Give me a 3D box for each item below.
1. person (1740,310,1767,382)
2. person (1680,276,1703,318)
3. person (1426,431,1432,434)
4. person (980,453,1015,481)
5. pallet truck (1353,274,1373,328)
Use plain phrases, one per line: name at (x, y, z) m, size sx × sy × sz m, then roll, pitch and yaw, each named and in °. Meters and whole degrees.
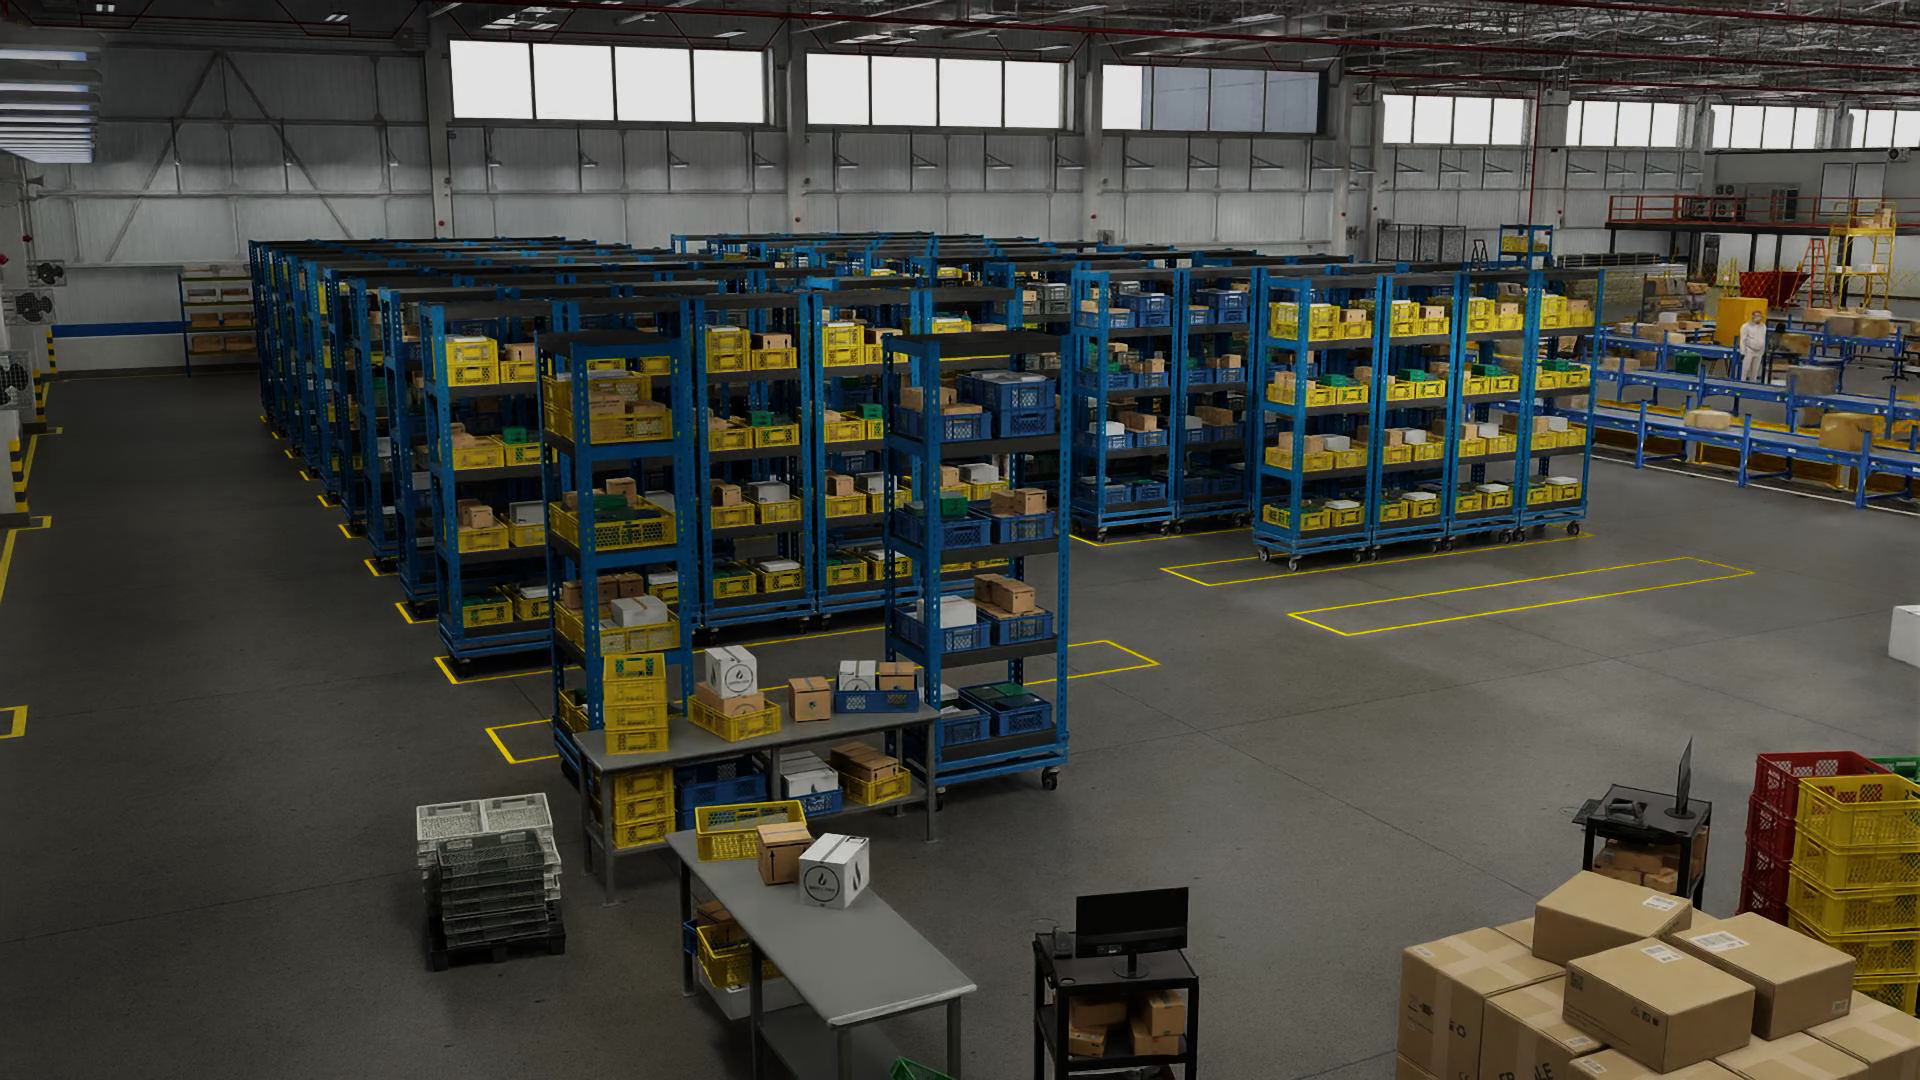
person at (17.971, -4.251, 37.679) m, size 0.643 × 1.913 × 0.410 m, roll -3°, pitch 12°, yaw -14°
person at (21.818, -6.895, 49.797) m, size 0.905 × 2.009 × 0.648 m, roll -5°, pitch 13°, yaw -22°
person at (8.570, -2.615, 30.408) m, size 0.530 × 1.752 × 0.554 m, roll -5°, pitch 13°, yaw -24°
person at (0.577, -1.283, 23.595) m, size 0.614 × 1.994 × 0.381 m, roll 0°, pitch 12°, yaw -1°
pallet truck at (13.011, -8.050, 55.243) m, size 0.823 × 1.965 × 1.885 m, roll -7°, pitch 14°, yaw -28°
